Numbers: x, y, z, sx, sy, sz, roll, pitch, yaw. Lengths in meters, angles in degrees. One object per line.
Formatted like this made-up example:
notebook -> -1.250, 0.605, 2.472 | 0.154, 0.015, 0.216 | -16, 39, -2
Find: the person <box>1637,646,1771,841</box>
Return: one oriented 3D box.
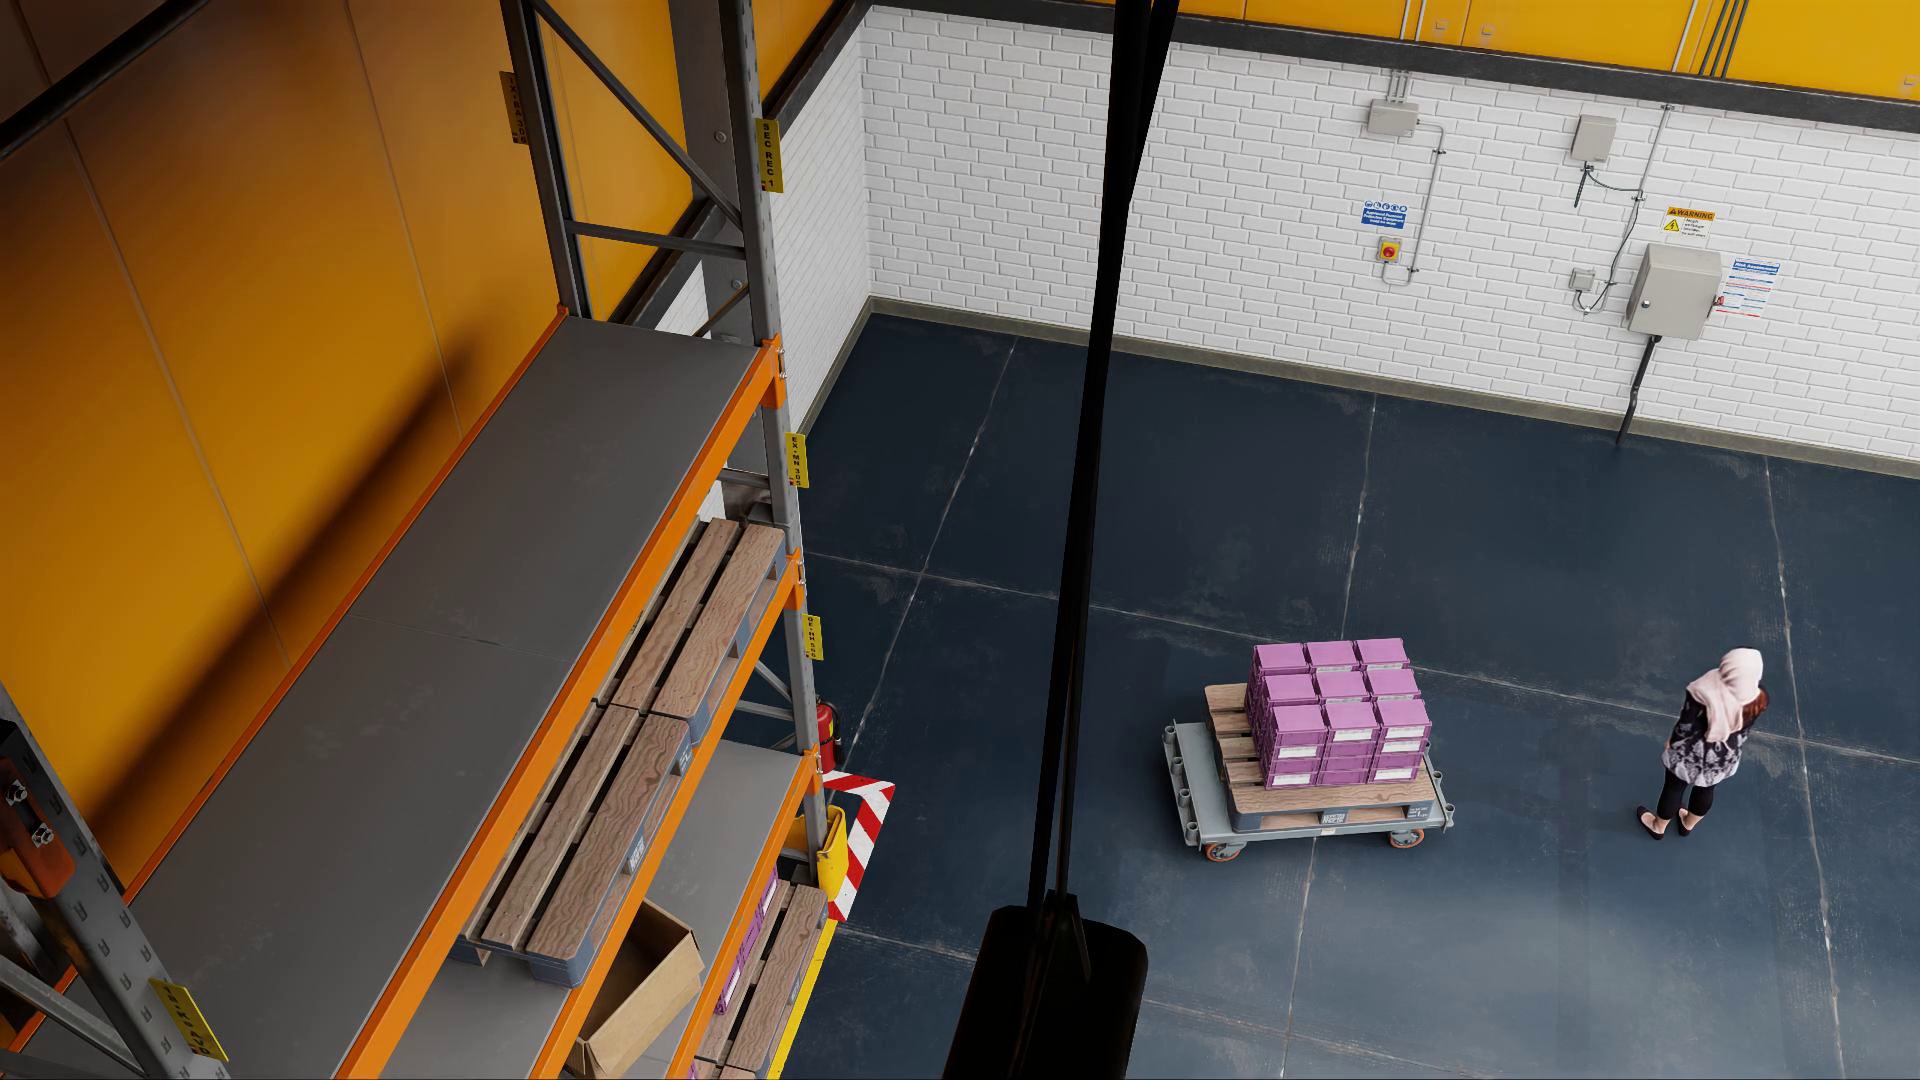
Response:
person -> 4.410, 1.208, 9.823 | 0.711, 1.638, 0.727 | -3, 44, -3
